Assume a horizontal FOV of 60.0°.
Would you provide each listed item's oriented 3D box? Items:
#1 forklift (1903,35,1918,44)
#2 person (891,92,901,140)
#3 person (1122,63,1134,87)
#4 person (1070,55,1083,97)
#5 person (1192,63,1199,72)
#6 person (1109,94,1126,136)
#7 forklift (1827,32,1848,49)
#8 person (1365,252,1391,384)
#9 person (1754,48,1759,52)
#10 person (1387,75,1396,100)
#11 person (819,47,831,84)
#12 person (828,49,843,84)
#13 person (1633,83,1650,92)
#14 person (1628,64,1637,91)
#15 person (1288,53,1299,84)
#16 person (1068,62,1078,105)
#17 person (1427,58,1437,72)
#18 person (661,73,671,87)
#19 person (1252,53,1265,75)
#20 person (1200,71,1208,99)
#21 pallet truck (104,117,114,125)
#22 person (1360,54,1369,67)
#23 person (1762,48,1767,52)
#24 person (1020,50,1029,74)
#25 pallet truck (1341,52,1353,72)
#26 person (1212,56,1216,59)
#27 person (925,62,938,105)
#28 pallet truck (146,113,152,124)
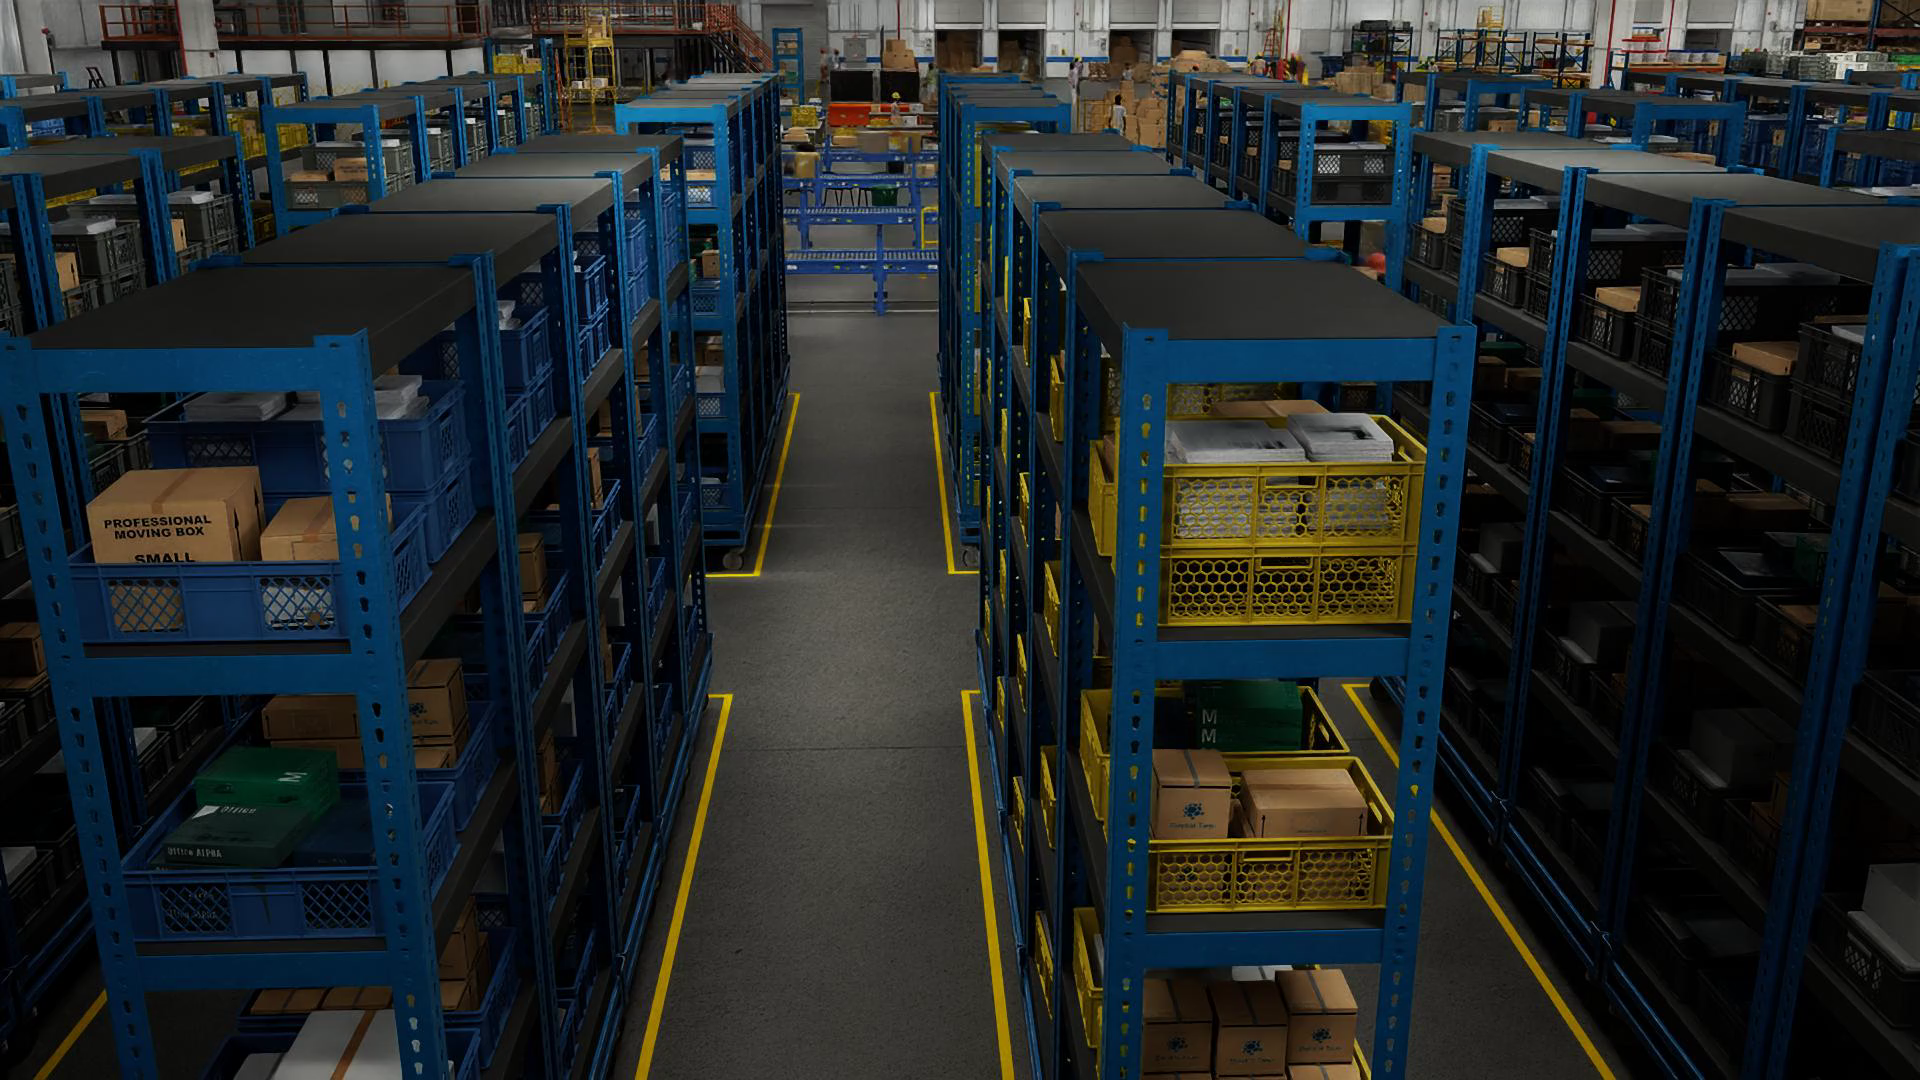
[{"bbox_3d":[49.831,-25.277,87.485,1.129,2.768,1.873,-10,20,-27],"label":"forklift"},{"bbox_3d":[-1.892,-12.345,49.250,0.312,1.768,0.530,-6,19,-18],"label":"person"},{"bbox_3d":[7.330,-19.914,72.600,0.513,1.827,0.989,11,21,30],"label":"person"},{"bbox_3d":[5.483,-21.852,78.412,0.591,1.926,0.387,4,18,11],"label":"person"},{"bbox_3d":[9.262,-17.784,65.662,0.604,2.034,0.418,6,19,18],"label":"person"},{"bbox_3d":[4.368,-11.400,46.160,0.518,1.870,0.323,8,20,24],"label":"person"},{"bbox_3d":[46.023,-25.321,87.619,1.129,2.768,1.873,-1,18,-2],"label":"forklift"},{"bbox_3d":[4.036,-1.883,16.527,0.635,1.980,0.617,-3,18,-8],"label":"person"},{"bbox_3d":[43.495,-25.945,91.061,0.552,1.935,0.369,1,18,4],"label":"person"},{"bbox_3d":[15.034,-15.301,58.203,0.961,1.902,0.545,-6,19,-19],"label":"person"},{"bbox_3d":[-7.440,-26.153,91.655,0.756,1.969,0.616,-12,21,-32],"label":"person"},{"bbox_3d":[-6.833,-25.880,90.957,0.901,1.885,0.554,-11,21,-30],"label":"person"},{"bbox_3d":[24.428,-15.855,59.788,0.372,1.966,0.603,-13,22,-34],"label":"person"},{"bbox_3d":[30.414,-20.825,75.387,0.618,1.834,0.522,7,19,20],"label":"person"},{"bbox_3d":[16.504,-23.050,82.096,0.990,1.956,0.615,-13,22,-34],"label":"person"},{"bbox_3d":[4.917,-19.850,72.364,0.429,1.843,0.639,-2,18,-5],"label":"person"},{"bbox_3d":[22.821,-22.410,80.492,0.375,1.727,0.512,-13,22,-35],"label":"person"},{"bbox_3d":[-10.849,-16.386,61.670,1.001,1.828,0.595,3,18,8],"label":"person"},{"bbox_3d":[14.943,-23.422,83.293,0.613,1.914,0.426,5,18,14],"label":"person"},{"bbox_3d":[8.443,-15.196,57.633,0.689,2.000,0.539,-2,18,-5],"label":"person"},{"bbox_3d":[-18.367,-7.885,35.078,1.885,1.965,0.823,1,18,2],"label":"pallet truck"},{"bbox_3d":[21.146,-24.541,87.005,0.543,1.752,0.374,-3,18,-10],"label":"person"},{"bbox_3d":[43.650,-25.738,90.426,0.627,1.936,0.374,9,20,27],"label":"person"},{"bbox_3d":[3.366,-24.649,87.058,0.458,1.927,0.625,15,23,39],"label":"person"},{"bbox_3d":[18.794,-23.123,82.231,0.823,1.965,1.885,-13,22,-35],"label":"pallet truck"},{"bbox_3d":[13.154,-24.066,85.672,0.742,1.667,0.547,0,18,1],"label":"person"},{"bbox_3d":[-1.248,-19.882,72.476,0.645,1.824,0.455,14,23,37],"label":"person"},{"bbox_3d":[-18.087,-8.309,36.390,1.885,1.965,0.823,-1,18,-4],"label":"pallet truck"}]
